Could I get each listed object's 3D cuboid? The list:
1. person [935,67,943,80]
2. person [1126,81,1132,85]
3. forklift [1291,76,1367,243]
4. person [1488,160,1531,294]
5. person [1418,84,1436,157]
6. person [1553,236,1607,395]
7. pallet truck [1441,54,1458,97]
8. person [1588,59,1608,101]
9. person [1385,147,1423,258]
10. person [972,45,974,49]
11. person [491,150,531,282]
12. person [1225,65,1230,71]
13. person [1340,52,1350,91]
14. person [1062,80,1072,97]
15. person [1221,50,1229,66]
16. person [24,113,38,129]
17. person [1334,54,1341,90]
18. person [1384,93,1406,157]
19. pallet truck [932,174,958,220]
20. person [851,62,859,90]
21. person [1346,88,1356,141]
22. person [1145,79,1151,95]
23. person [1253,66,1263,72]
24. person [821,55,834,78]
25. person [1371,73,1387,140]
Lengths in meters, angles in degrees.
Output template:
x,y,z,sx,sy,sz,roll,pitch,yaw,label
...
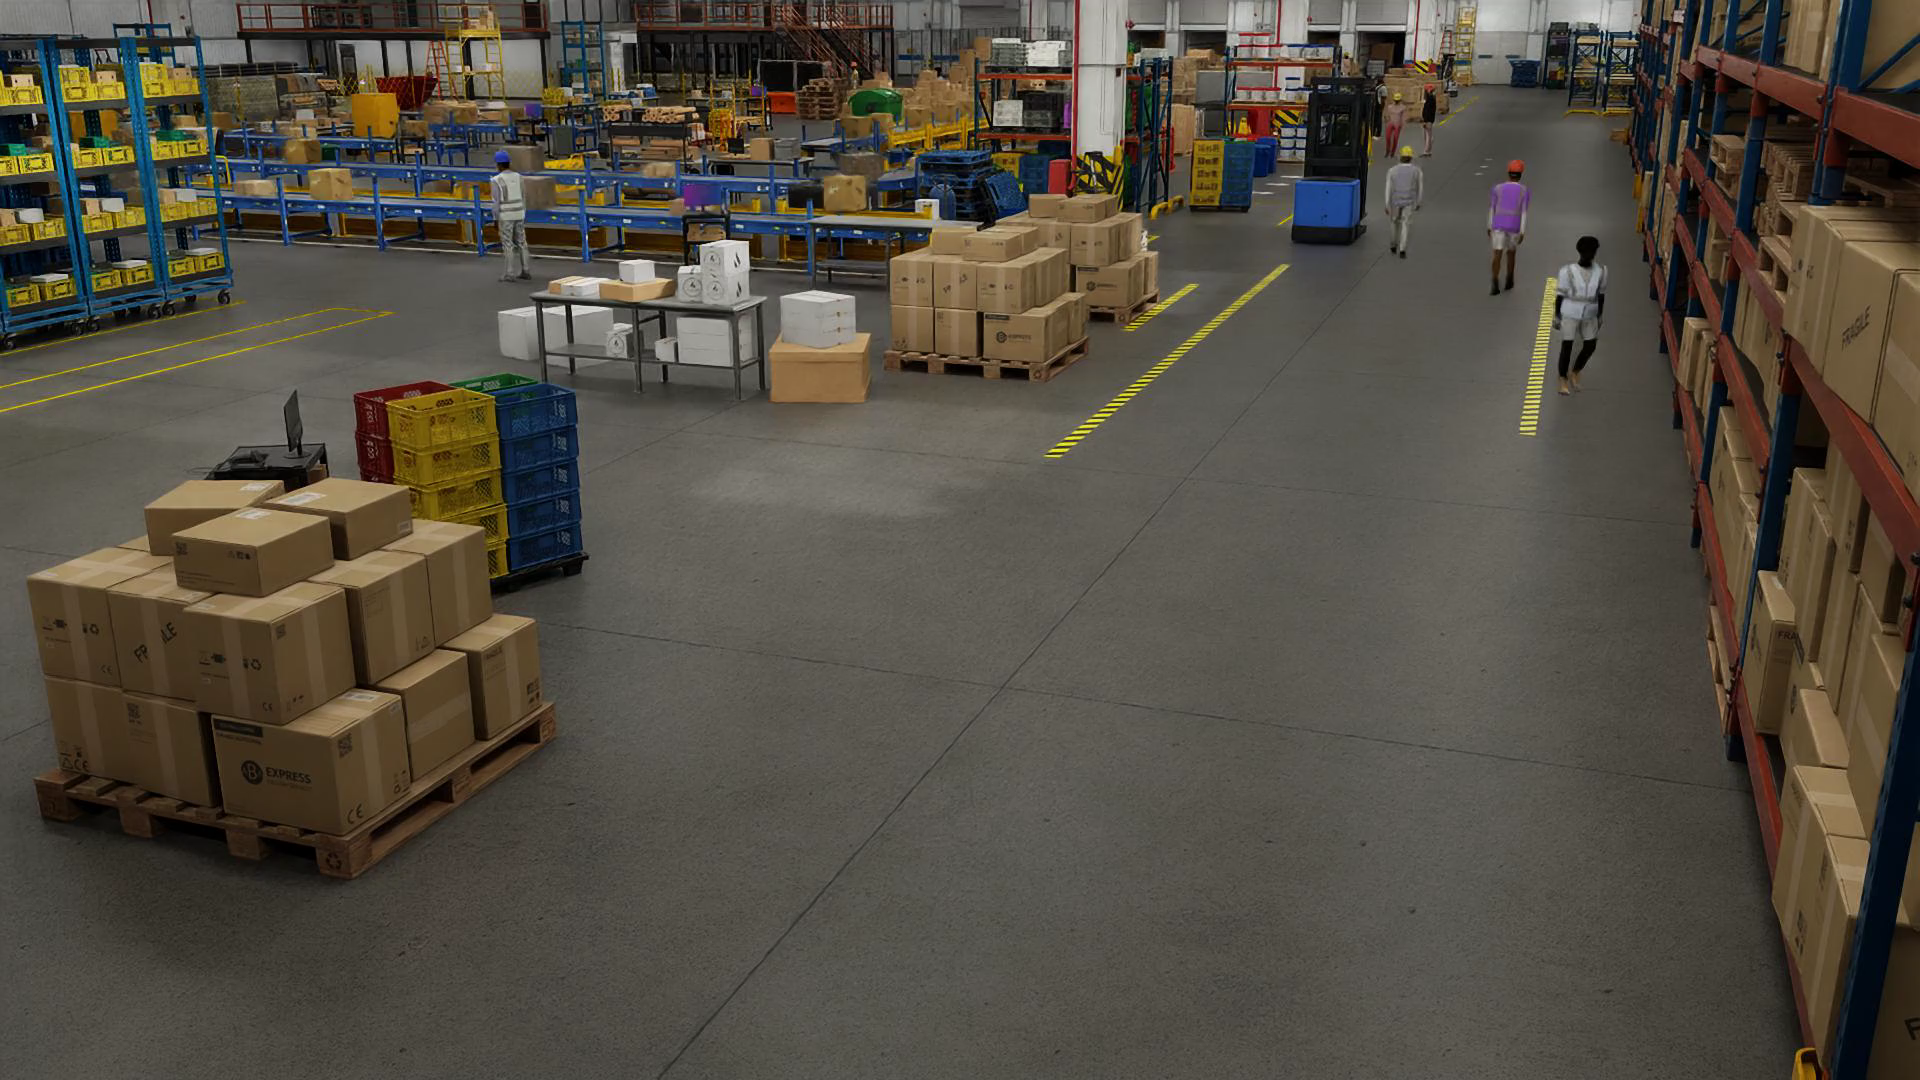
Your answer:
x,y,z,sx,sy,sz,roll,pitch,yaw,label
-0.765,-16.322,60.924,0.367,1.964,0.609,-1,18,-4,person
7.596,-20.870,75.499,0.955,1.794,0.527,-1,18,-3,person
6.598,-6.755,29.381,1.129,2.768,1.873,6,19,19,forklift
7.870,-4.499,23.912,0.561,1.897,0.981,7,19,22,person
12.981,-11.639,46.162,0.395,1.992,0.622,9,20,26,person
6.504,-2.360,17.494,0.557,1.681,0.357,0,18,-1,person
22.765,-21.886,78.355,0.823,1.965,1.885,-4,18,-14,pallet truck
28.642,-20.542,74.362,0.577,1.871,1.000,-11,21,-30,person
7.329,-5.591,27.520,0.587,1.782,0.973,4,18,14,person
0.911,-28.302,98.562,0.823,1.960,0.641,0,18,1,person
-6.754,-4.842,24.909,0.425,1.938,0.603,12,21,33,person
10.865,-18.174,66.916,0.608,1.874,0.803,13,22,35,person
19.616,-23.850,84.653,0.585,1.920,0.374,-12,21,-34,person
4.220,-17.469,64.724,0.505,1.846,0.519,-12,21,-34,person
13.872,-24.694,87.259,0.387,1.949,0.602,-10,20,-28,person
-31.789,-14.920,56.615,0.652,1.906,0.409,-10,20,-28,person
19.385,-23.989,85.298,0.635,1.794,0.697,11,21,31,person
12.033,-11.472,46.037,0.538,1.743,0.576,8,19,24,person
-0.507,-5.292,27.348,0.653,1.274,1.630,6,19,19,pallet truck
-4.290,-18.437,67.617,0.354,1.938,0.545,-1,18,-3,person
12.350,-13.245,51.840,0.506,1.610,0.686,-11,21,-31,person
6.402,-14.967,57.124,0.323,1.689,0.537,-10,20,-30,person
13.908,-21.519,77.393,1.032,1.878,0.651,-5,18,-16,person
-6.484,-22.690,81.103,0.598,1.864,0.704,8,19,23,person
13.118,-13.677,52.493,0.537,2.000,0.682,-6,18,-17,person
